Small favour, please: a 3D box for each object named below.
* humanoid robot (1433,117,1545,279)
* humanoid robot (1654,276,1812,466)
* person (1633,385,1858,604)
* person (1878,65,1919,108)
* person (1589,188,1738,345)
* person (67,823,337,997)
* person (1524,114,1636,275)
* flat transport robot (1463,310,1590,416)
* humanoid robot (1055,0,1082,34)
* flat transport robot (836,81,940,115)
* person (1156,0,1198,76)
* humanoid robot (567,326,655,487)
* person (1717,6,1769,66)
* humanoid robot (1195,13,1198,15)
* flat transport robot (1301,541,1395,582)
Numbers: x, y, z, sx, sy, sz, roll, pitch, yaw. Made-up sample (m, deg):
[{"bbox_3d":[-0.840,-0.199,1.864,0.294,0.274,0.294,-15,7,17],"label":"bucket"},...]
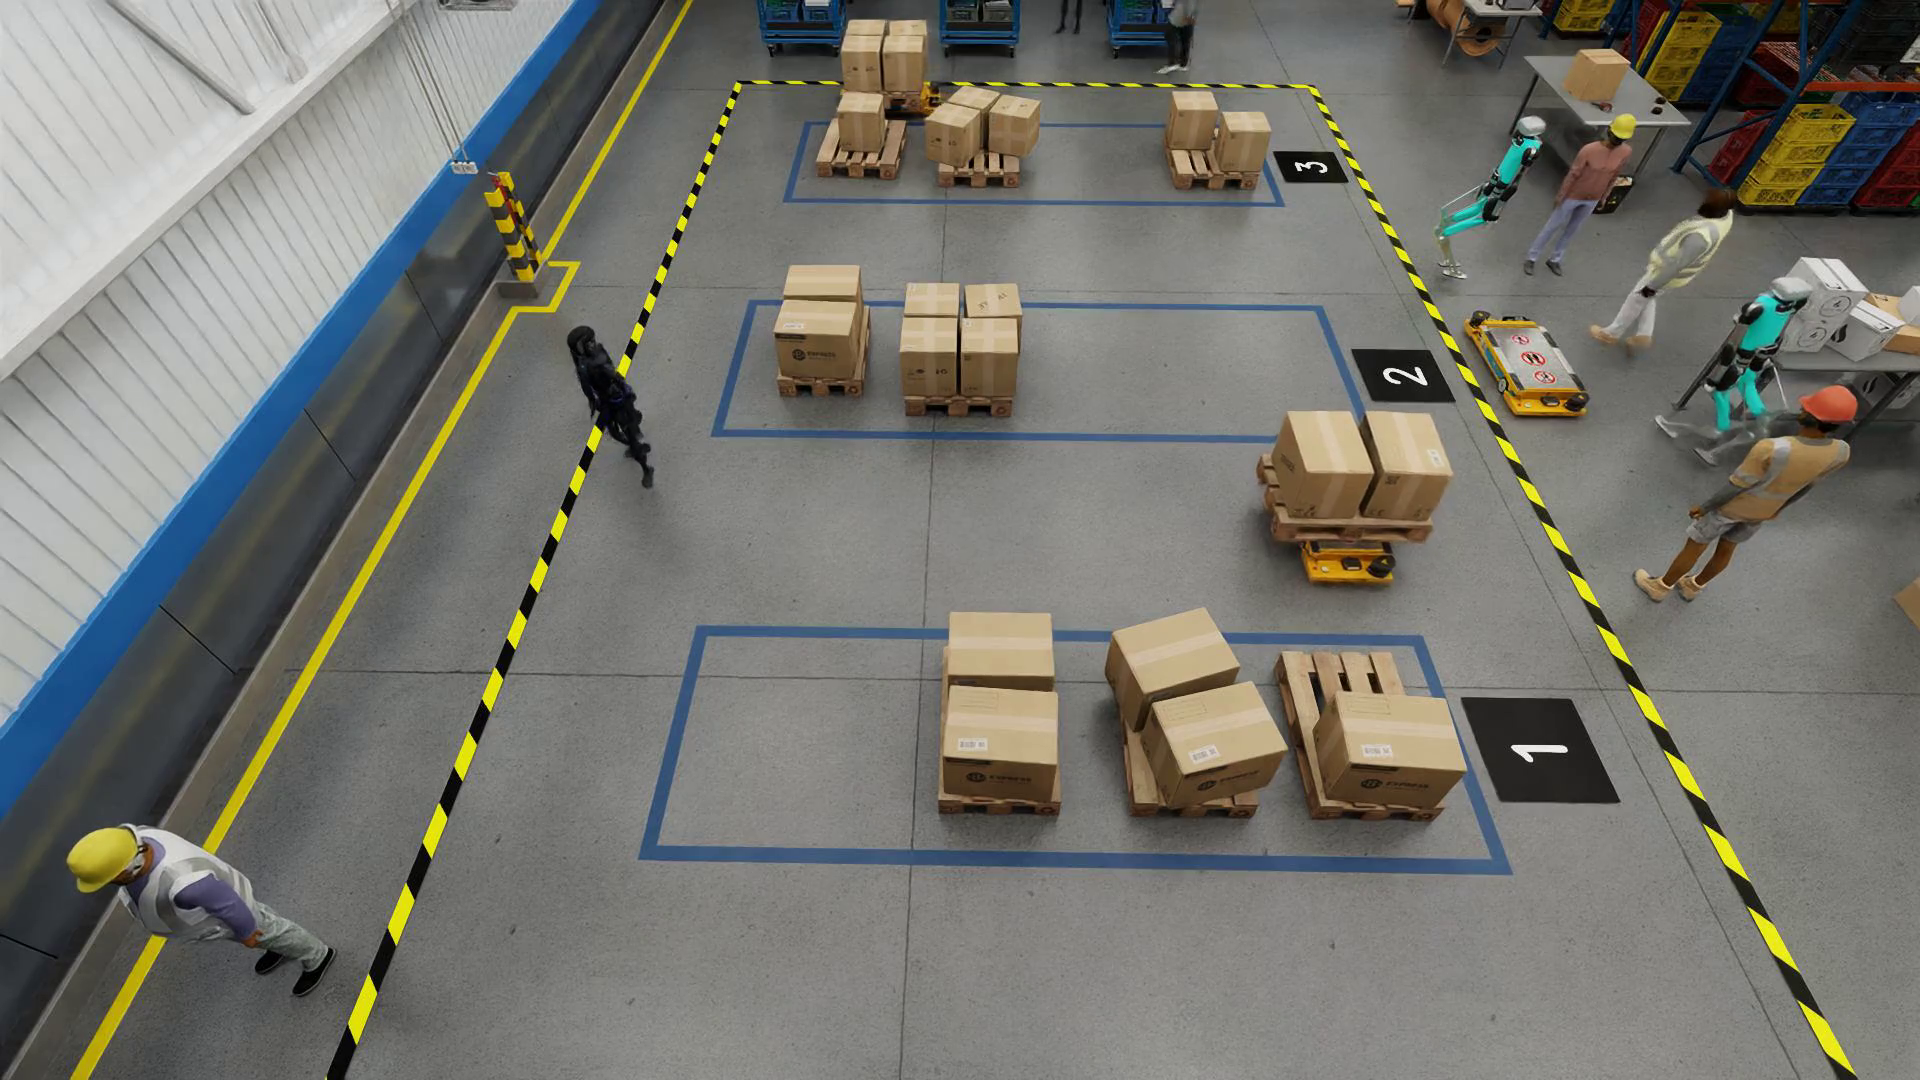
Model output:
[{"bbox_3d":[5.366,-3.556,9.554,0.735,1.673,0.533,8,50,7],"label":"humanoid robot"},{"bbox_3d":[6.608,-1.297,7.671,0.566,1.734,0.934,-12,50,-10],"label":"humanoid robot"},{"bbox_3d":[5.641,-0.276,6.601,0.613,2.040,0.377,0,49,0],"label":"person"},{"bbox_3d":[13.082,-6.612,12.207,0.501,1.859,0.336,30,56,24],"label":"person"},{"bbox_3d":[6.715,-2.577,8.754,0.680,1.805,0.551,-30,56,-24],"label":"person"},{"bbox_3d":[-3.940,1.943,4.822,0.585,1.824,0.404,20,52,17],"label":"person"},{"bbox_3d":[6.568,-3.606,9.665,0.532,1.765,0.327,2,49,2],"label":"person"},{"bbox_3d":[5.573,-1.757,9.054,0.659,0.231,1.431,1,49,1],"label":"flat transport robot"},{"bbox_3d":[1.801,-8.733,14.170,0.592,1.656,0.421,18,51,15],"label":"humanoid robot"},{"bbox_3d":[-1.006,-6.242,12.918,1.431,0.197,0.652,1,49,1],"label":"flat transport robot"},{"bbox_3d":[3.145,-7.644,13.117,0.625,1.833,0.607,6,49,5],"label":"person"},{"bbox_3d":[-2.830,-1.142,7.594,0.607,1.647,0.458,27,54,21],"label":"humanoid robot"},{"bbox_3d":[11.352,-7.542,13.098,0.735,1.715,0.496,7,50,6],"label":"person"},{"bbox_3d":[3.708,-9.108,14.492,0.548,1.632,0.610,-9,50,-8],"label":"humanoid robot"},{"bbox_3d":[3.138,-0.261,7.741,0.652,0.197,1.431,1,49,1],"label":"flat transport robot"}]
